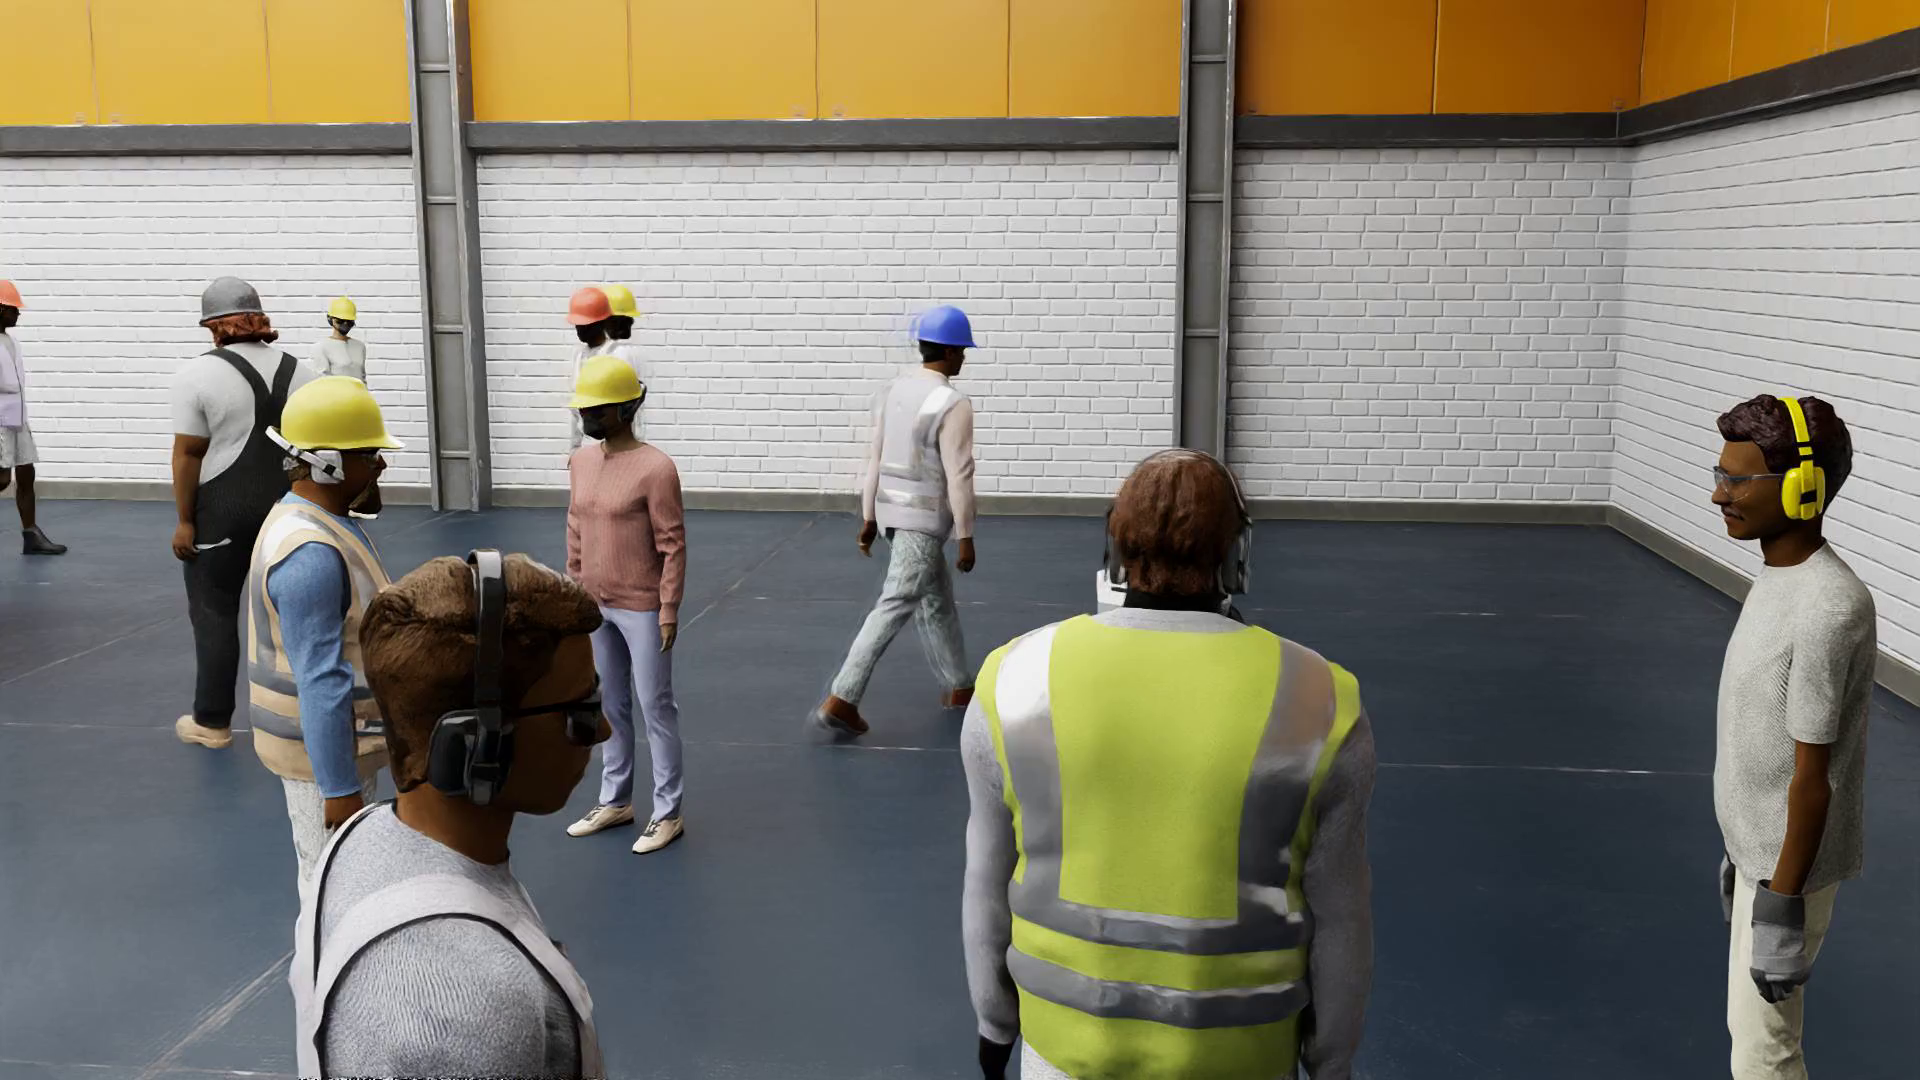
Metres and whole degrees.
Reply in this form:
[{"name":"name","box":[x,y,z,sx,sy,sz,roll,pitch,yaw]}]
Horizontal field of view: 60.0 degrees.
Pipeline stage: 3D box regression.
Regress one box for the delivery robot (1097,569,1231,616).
[{"name":"delivery robot","box":[1.064,0.289,8.742,0.707,0.478,0.477,9,14,43]}]

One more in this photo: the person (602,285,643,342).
[{"name":"person","box":[-2.263,-0.704,10.836,0.485,1.899,0.619,-2,10,-10]}]

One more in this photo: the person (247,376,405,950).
[{"name":"person","box":[-1.544,0.505,4.160,0.404,1.824,0.585,-3,10,-16]}]

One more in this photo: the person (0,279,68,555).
[{"name":"person","box":[-6.611,-0.822,11.443,0.587,1.930,0.579,0,10,1]}]

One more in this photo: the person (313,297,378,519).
[{"name":"person","box":[-4.788,-1.006,12.967,0.329,1.765,0.525,5,11,24]}]

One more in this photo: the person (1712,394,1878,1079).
[{"name":"person","box":[1.568,0.645,3.249,0.334,1.860,0.509,3,11,19]}]

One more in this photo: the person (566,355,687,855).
[{"name":"person","box":[-1.203,0.231,5.882,0.533,1.765,0.329,7,12,34]}]

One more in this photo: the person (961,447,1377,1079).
[{"name":"person","box":[0.319,0.771,2.610,0.634,1.833,0.429,3,10,14]}]

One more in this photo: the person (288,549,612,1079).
[{"name":"person","box":[-0.519,0.916,1.775,0.343,1.835,0.501,-6,11,-30]}]

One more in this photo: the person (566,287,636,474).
[{"name":"person","box":[-2.146,-0.541,9.888,0.414,1.909,0.599,-8,13,-39]}]

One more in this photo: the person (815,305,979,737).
[{"name":"person","box":[-0.232,-0.087,7.372,1.027,1.891,0.651,-6,12,-30]}]

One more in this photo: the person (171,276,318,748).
[{"name":"person","box":[-3.085,-0.137,7.194,0.535,2.000,0.717,7,12,33]}]
